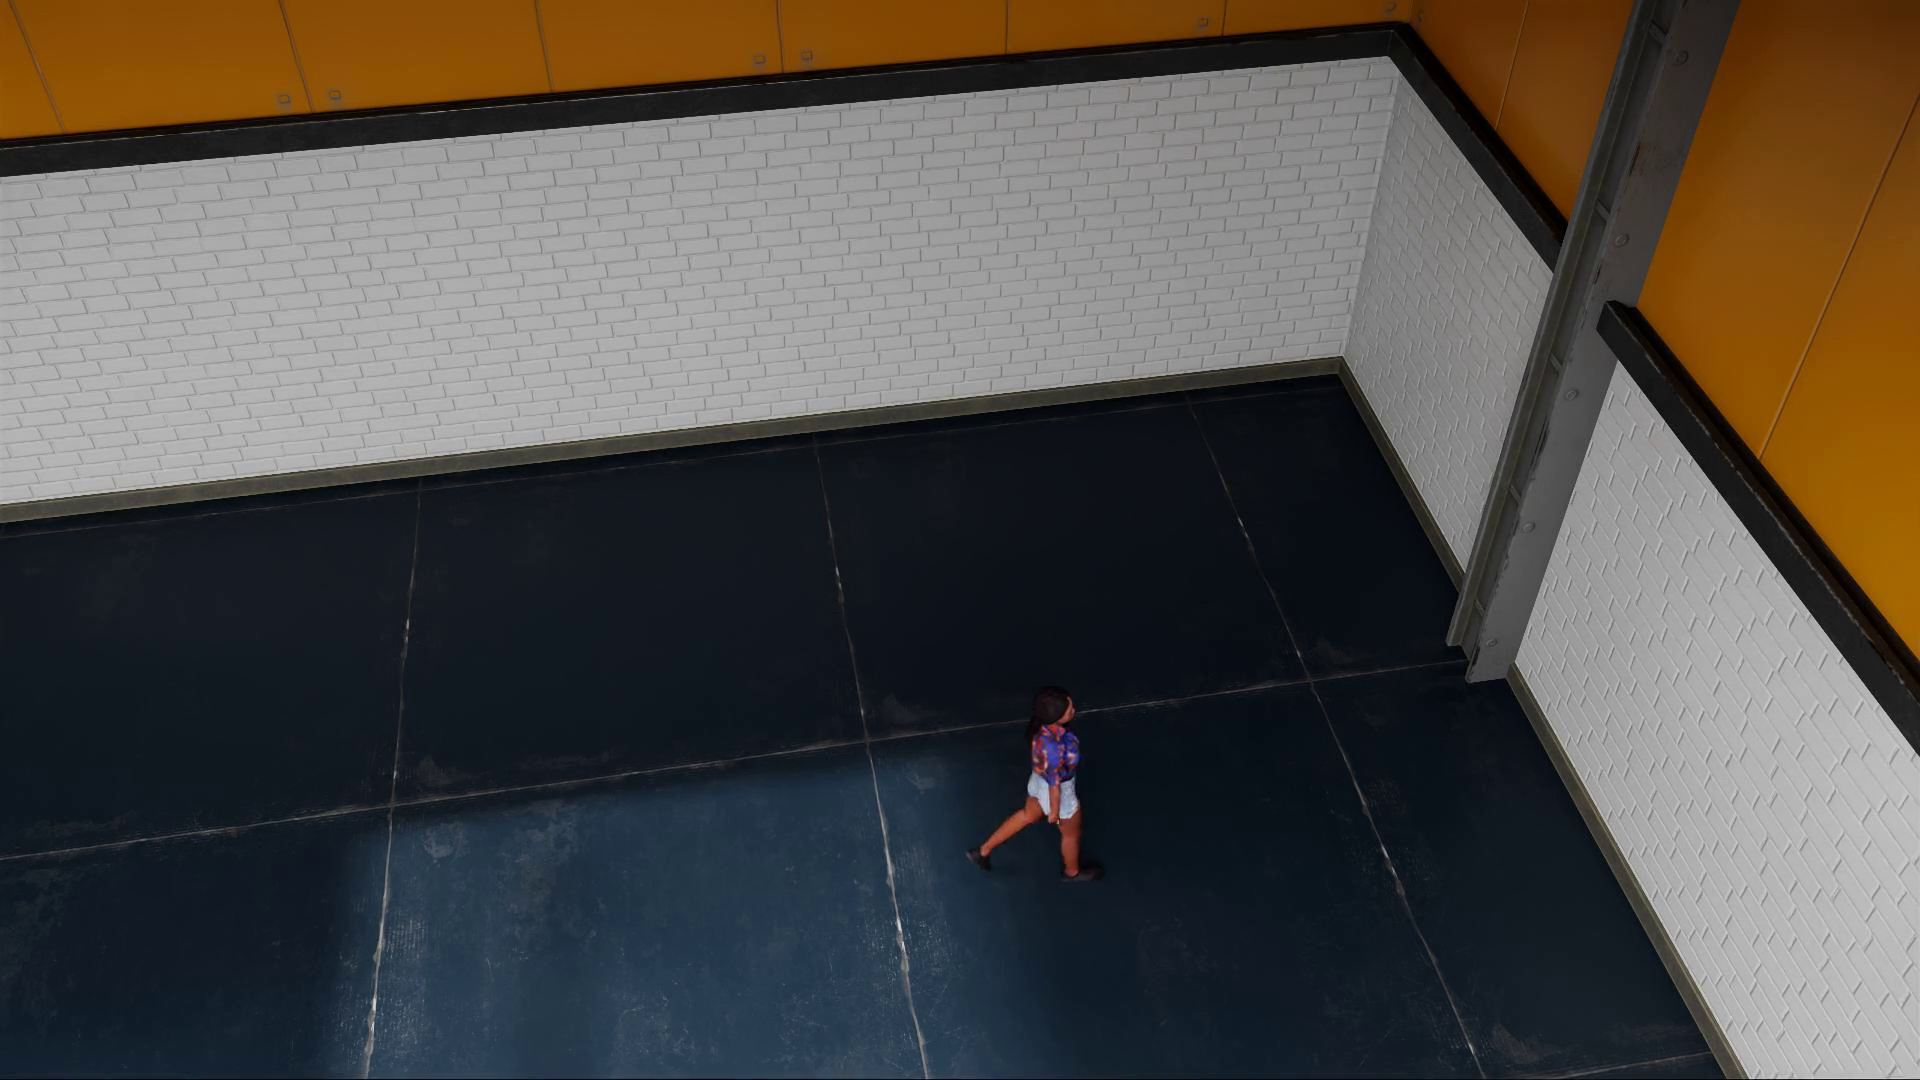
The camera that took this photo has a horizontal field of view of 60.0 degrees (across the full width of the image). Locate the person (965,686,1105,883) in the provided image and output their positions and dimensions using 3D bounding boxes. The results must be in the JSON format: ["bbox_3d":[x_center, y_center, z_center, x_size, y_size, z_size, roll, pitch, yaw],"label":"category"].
[{"bbox_3d":[0.442,1.413,9.419,0.632,1.720,0.973,-6,44,-6],"label":"person"}]
